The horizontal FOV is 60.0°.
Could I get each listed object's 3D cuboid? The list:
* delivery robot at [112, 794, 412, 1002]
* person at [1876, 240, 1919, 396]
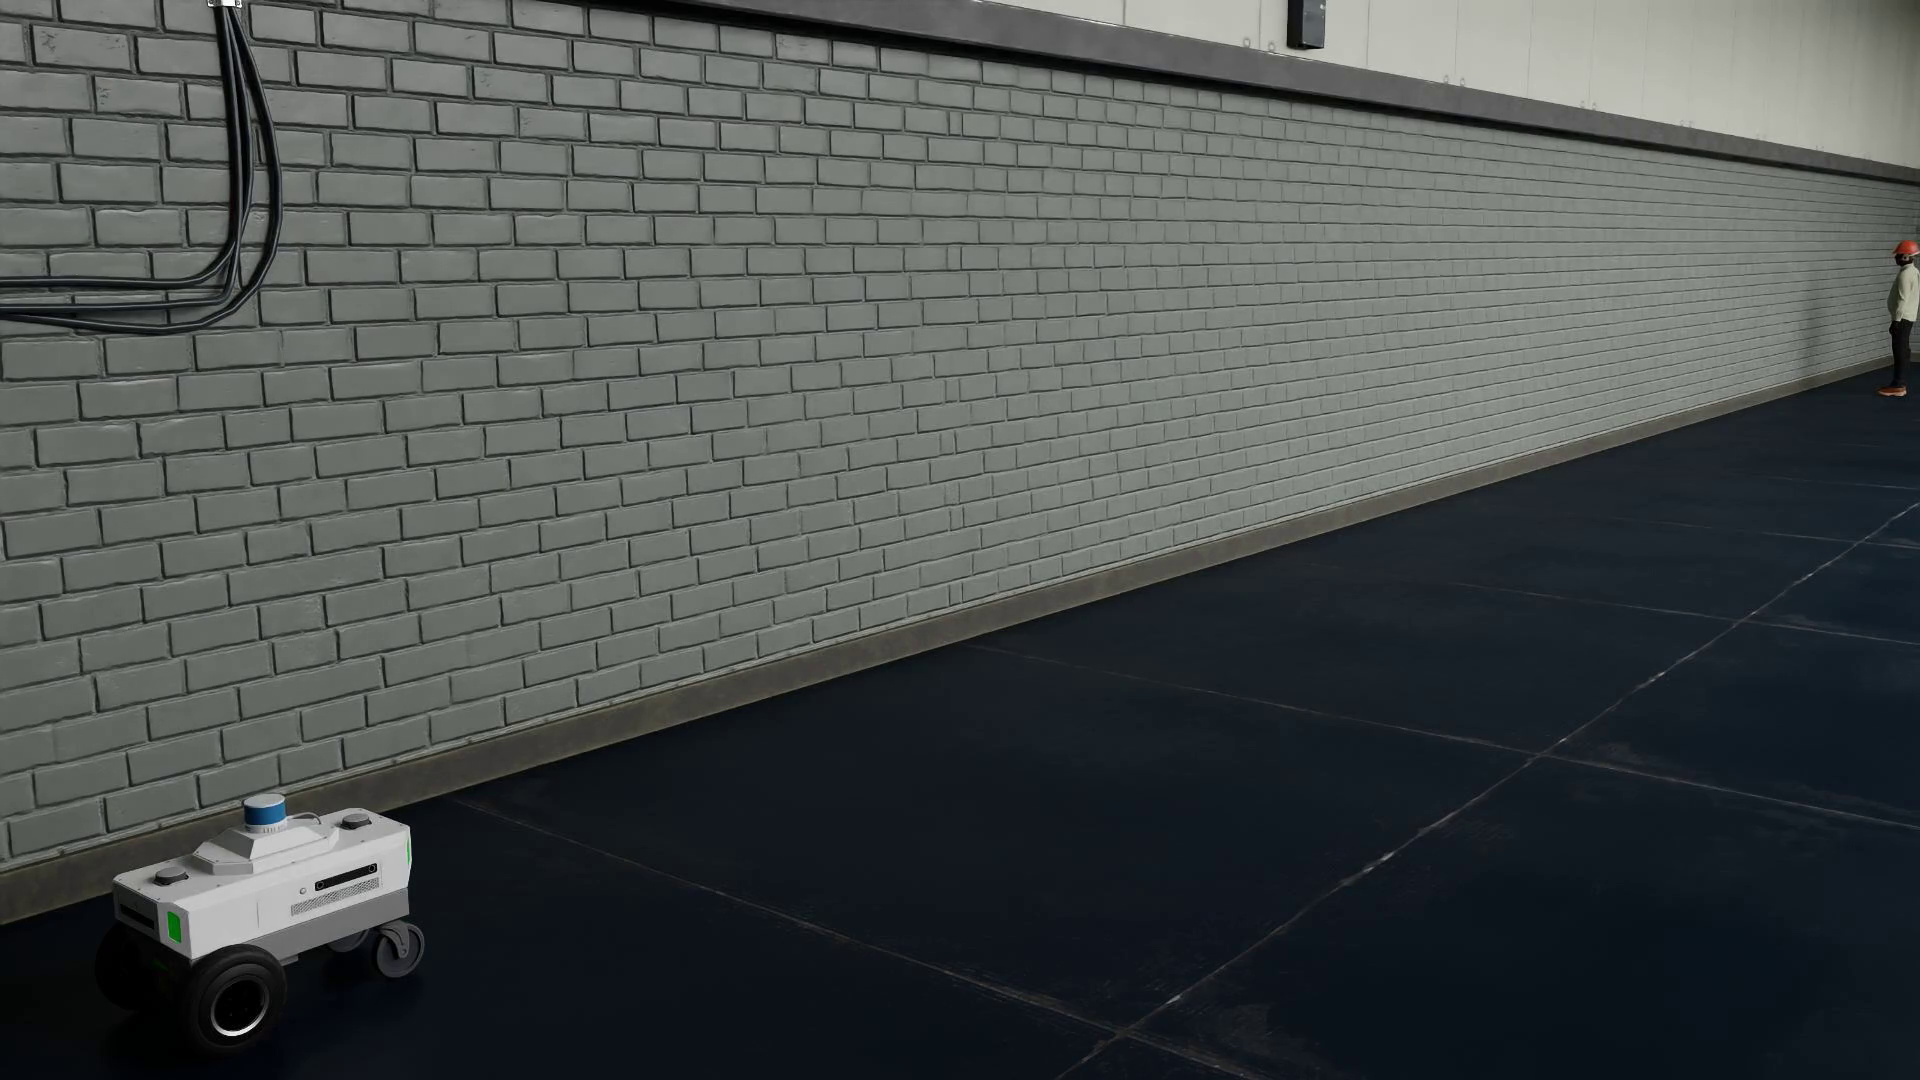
[{"bbox_3d":[-1.825,0.917,4.407,0.477,0.478,0.707,8,13,38],"label":"delivery robot"},{"bbox_3d":[12.219,-2.879,21.591,0.375,1.995,0.611,8,13,38],"label":"person"}]
